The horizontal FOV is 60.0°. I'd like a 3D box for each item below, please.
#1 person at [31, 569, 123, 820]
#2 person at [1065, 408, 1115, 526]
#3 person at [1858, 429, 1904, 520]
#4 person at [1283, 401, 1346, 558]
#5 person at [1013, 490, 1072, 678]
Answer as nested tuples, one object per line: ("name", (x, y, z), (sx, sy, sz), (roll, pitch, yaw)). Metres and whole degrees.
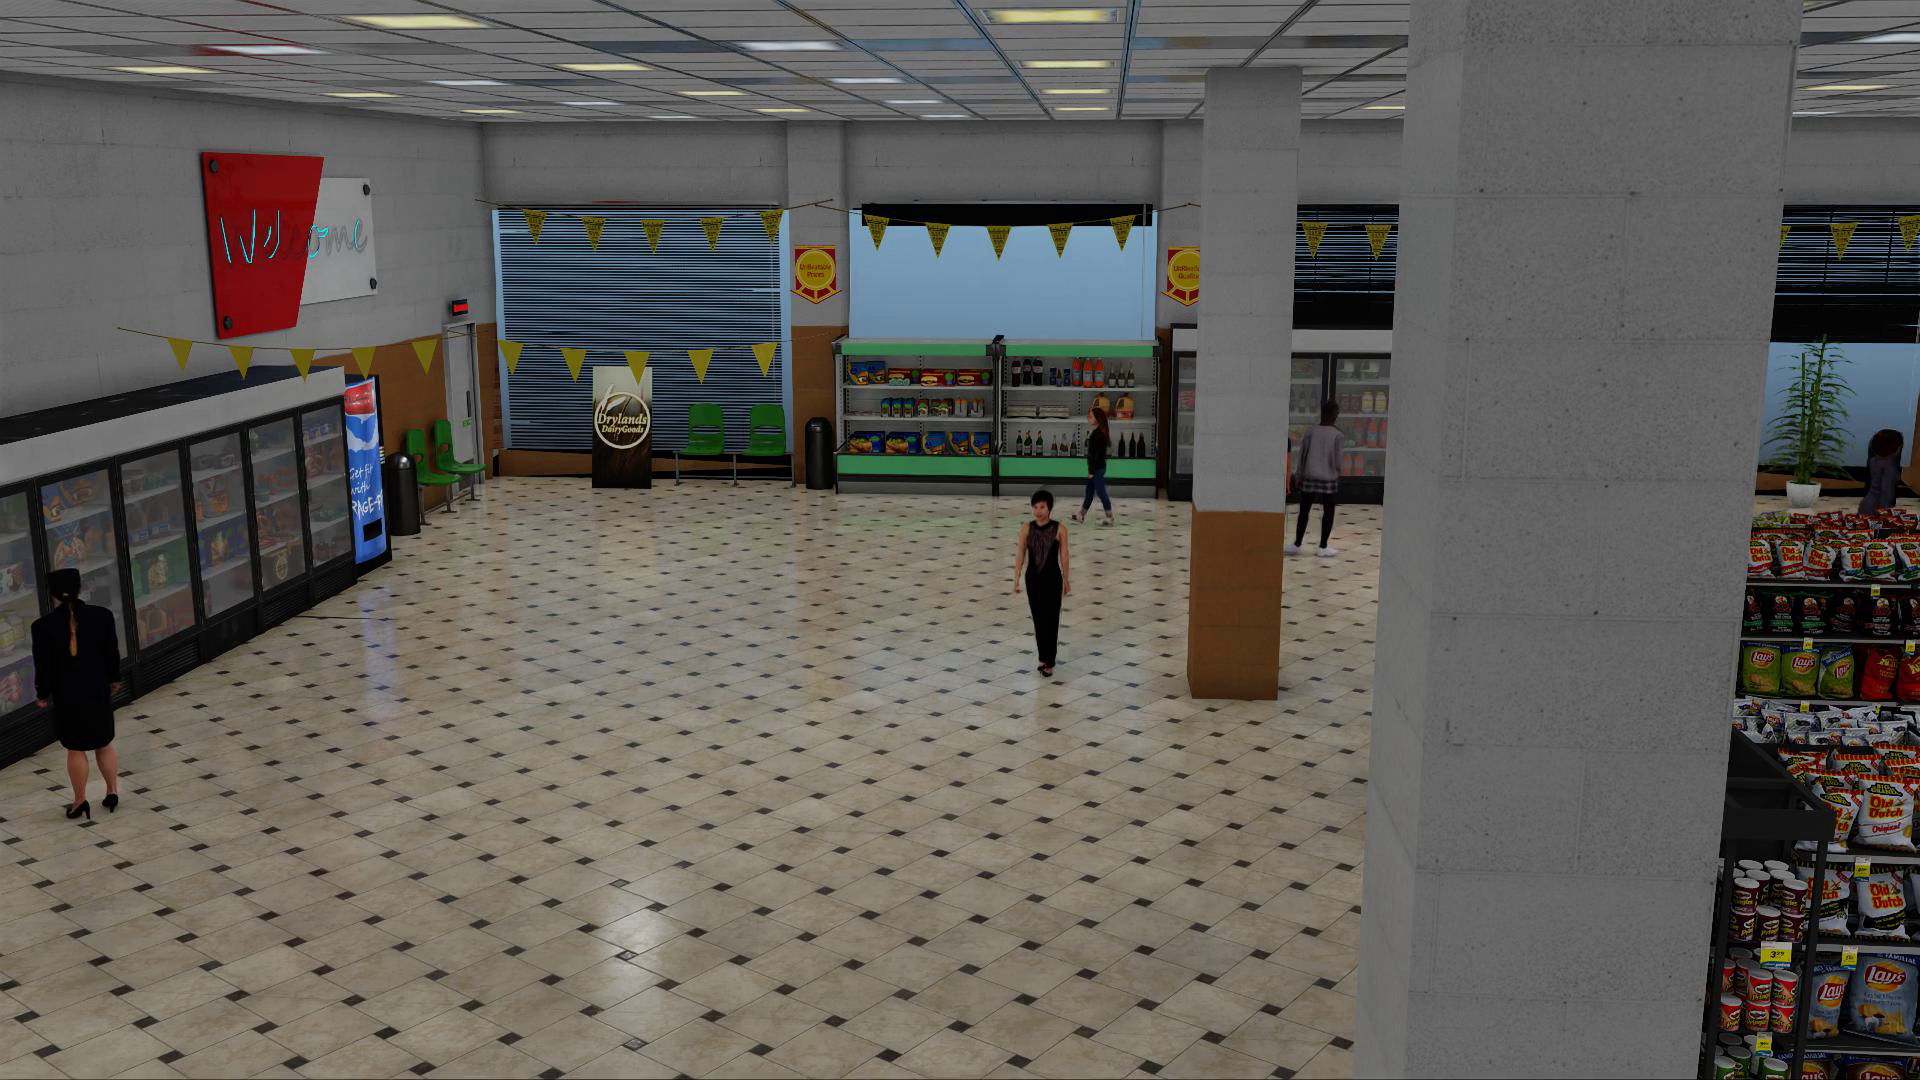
("person", (-5.780, 1.012, 10.928), (0.841, 1.669, 0.804), (11, 16, 42))
("person", (1.748, -0.887, 20.453), (0.826, 1.459, 0.606), (0, 12, 2))
("person", (9.278, -0.270, 17.002), (1.058, 1.674, 0.644), (0, 12, 0))
("person", (4.000, -0.681, 18.758), (0.621, 1.755, 0.934), (2, 12, 10))
("person", (0.744, 0.353, 14.263), (0.740, 1.584, 0.765), (4, 12, 17))
